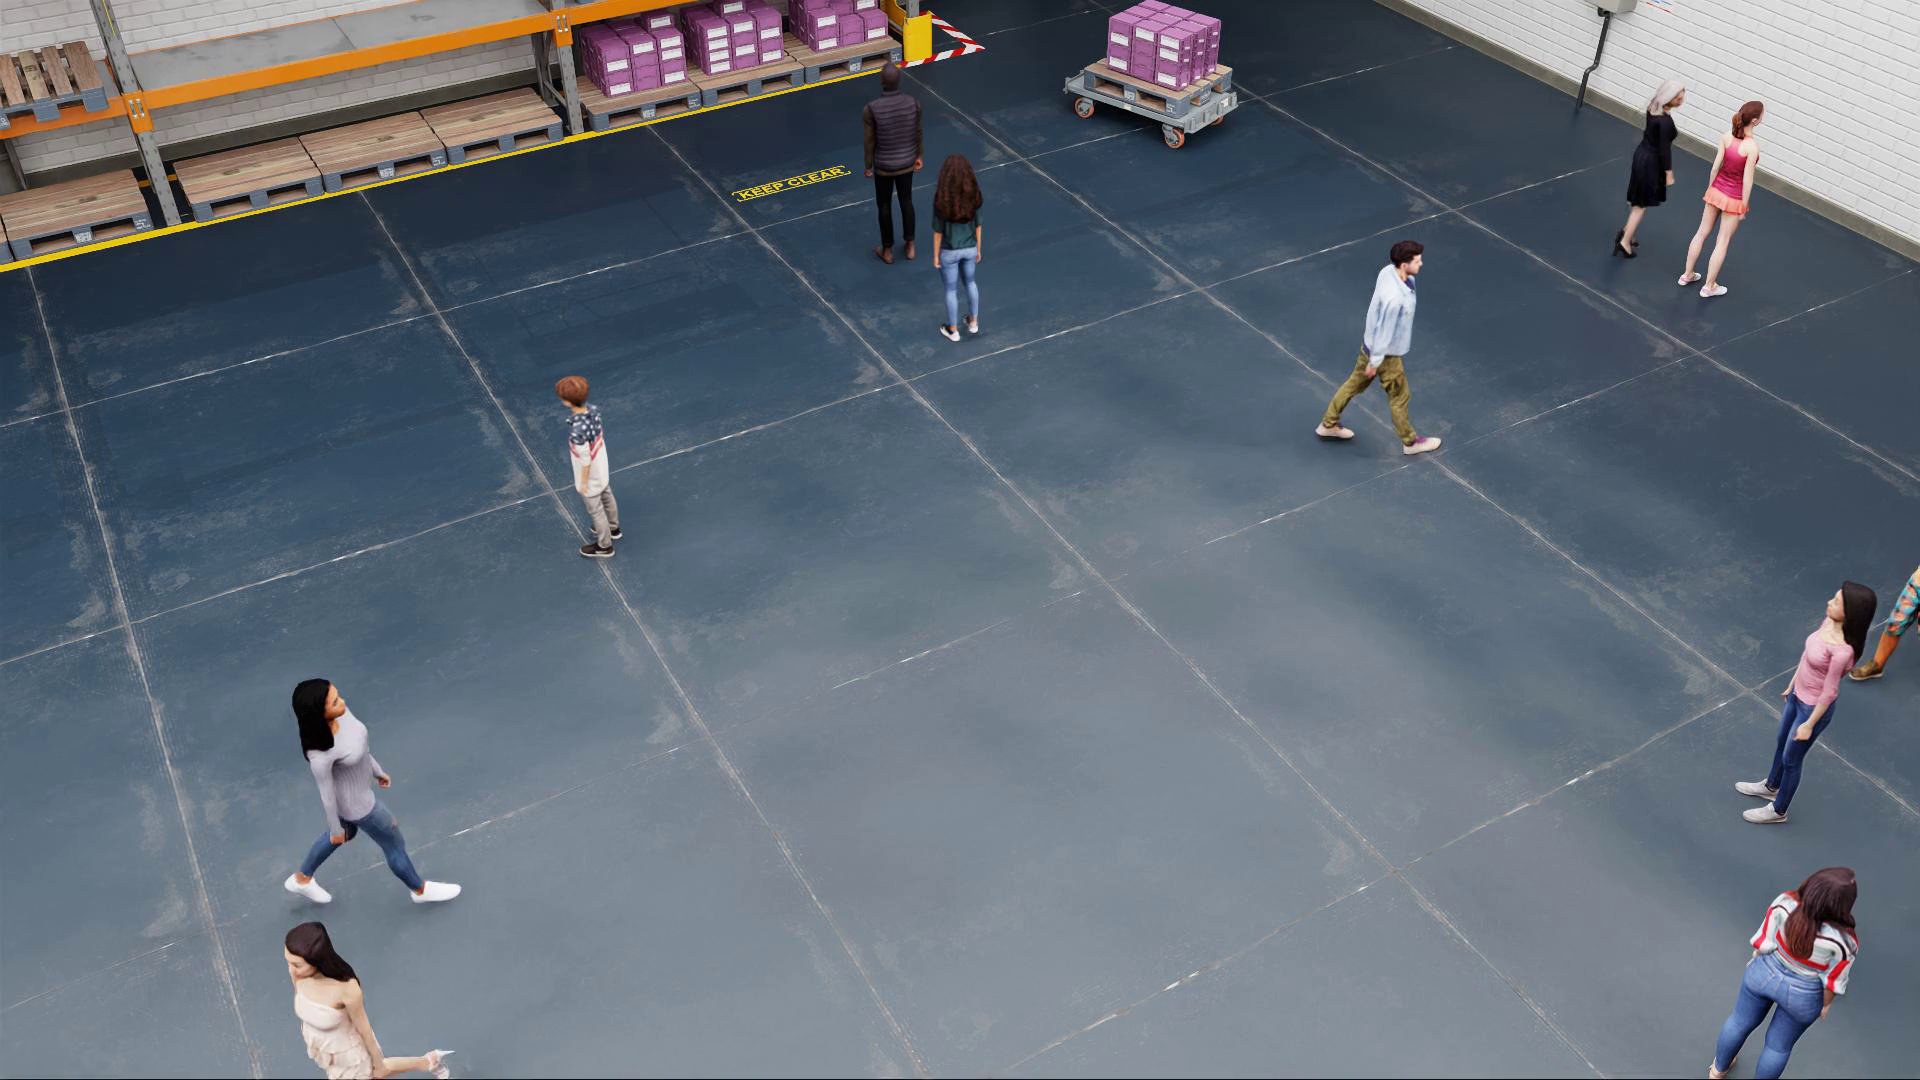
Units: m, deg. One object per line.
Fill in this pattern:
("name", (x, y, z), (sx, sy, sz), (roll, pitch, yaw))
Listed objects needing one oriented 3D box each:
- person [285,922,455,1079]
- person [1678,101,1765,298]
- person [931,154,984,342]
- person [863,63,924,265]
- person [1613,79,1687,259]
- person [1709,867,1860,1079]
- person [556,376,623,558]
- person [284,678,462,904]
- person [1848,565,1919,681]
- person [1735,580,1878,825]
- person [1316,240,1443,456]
("person", (-2.781, 2.320, 7.732), (0.891, 1.711, 1.097), (21, 43, 24))
("person", (6.585, -2.942, 14.288), (0.549, 1.754, 0.554), (-19, 42, -22))
("person", (-0.024, -2.400, 13.722), (0.563, 1.612, 0.686), (-11, 40, -13))
("person", (-0.590, -3.326, 14.702), (0.556, 1.836, 0.796), (-13, 40, -16))
("person", (6.029, -3.238, 14.678), (0.792, 1.728, 0.756), (-1, 39, -2))
("person", (3.992, 2.141, 8.036), (0.561, 1.612, 0.631), (-28, 46, -31))
("person", (-2.554, -0.528, 11.513), (0.629, 1.443, 0.587), (6, 39, 7))
("person", (-3.349, 1.392, 8.902), (1.241, 1.701, 0.895), (-6, 39, -8))
("person", (6.180, 0.321, 10.454), (0.991, 1.439, 0.682), (-10, 40, -13))
("person", (4.824, 0.929, 9.449), (0.703, 1.742, 0.648), (9, 39, 11))
("person", (3.054, -1.424, 12.379), (1.265, 1.762, 1.141), (5, 39, 6))
